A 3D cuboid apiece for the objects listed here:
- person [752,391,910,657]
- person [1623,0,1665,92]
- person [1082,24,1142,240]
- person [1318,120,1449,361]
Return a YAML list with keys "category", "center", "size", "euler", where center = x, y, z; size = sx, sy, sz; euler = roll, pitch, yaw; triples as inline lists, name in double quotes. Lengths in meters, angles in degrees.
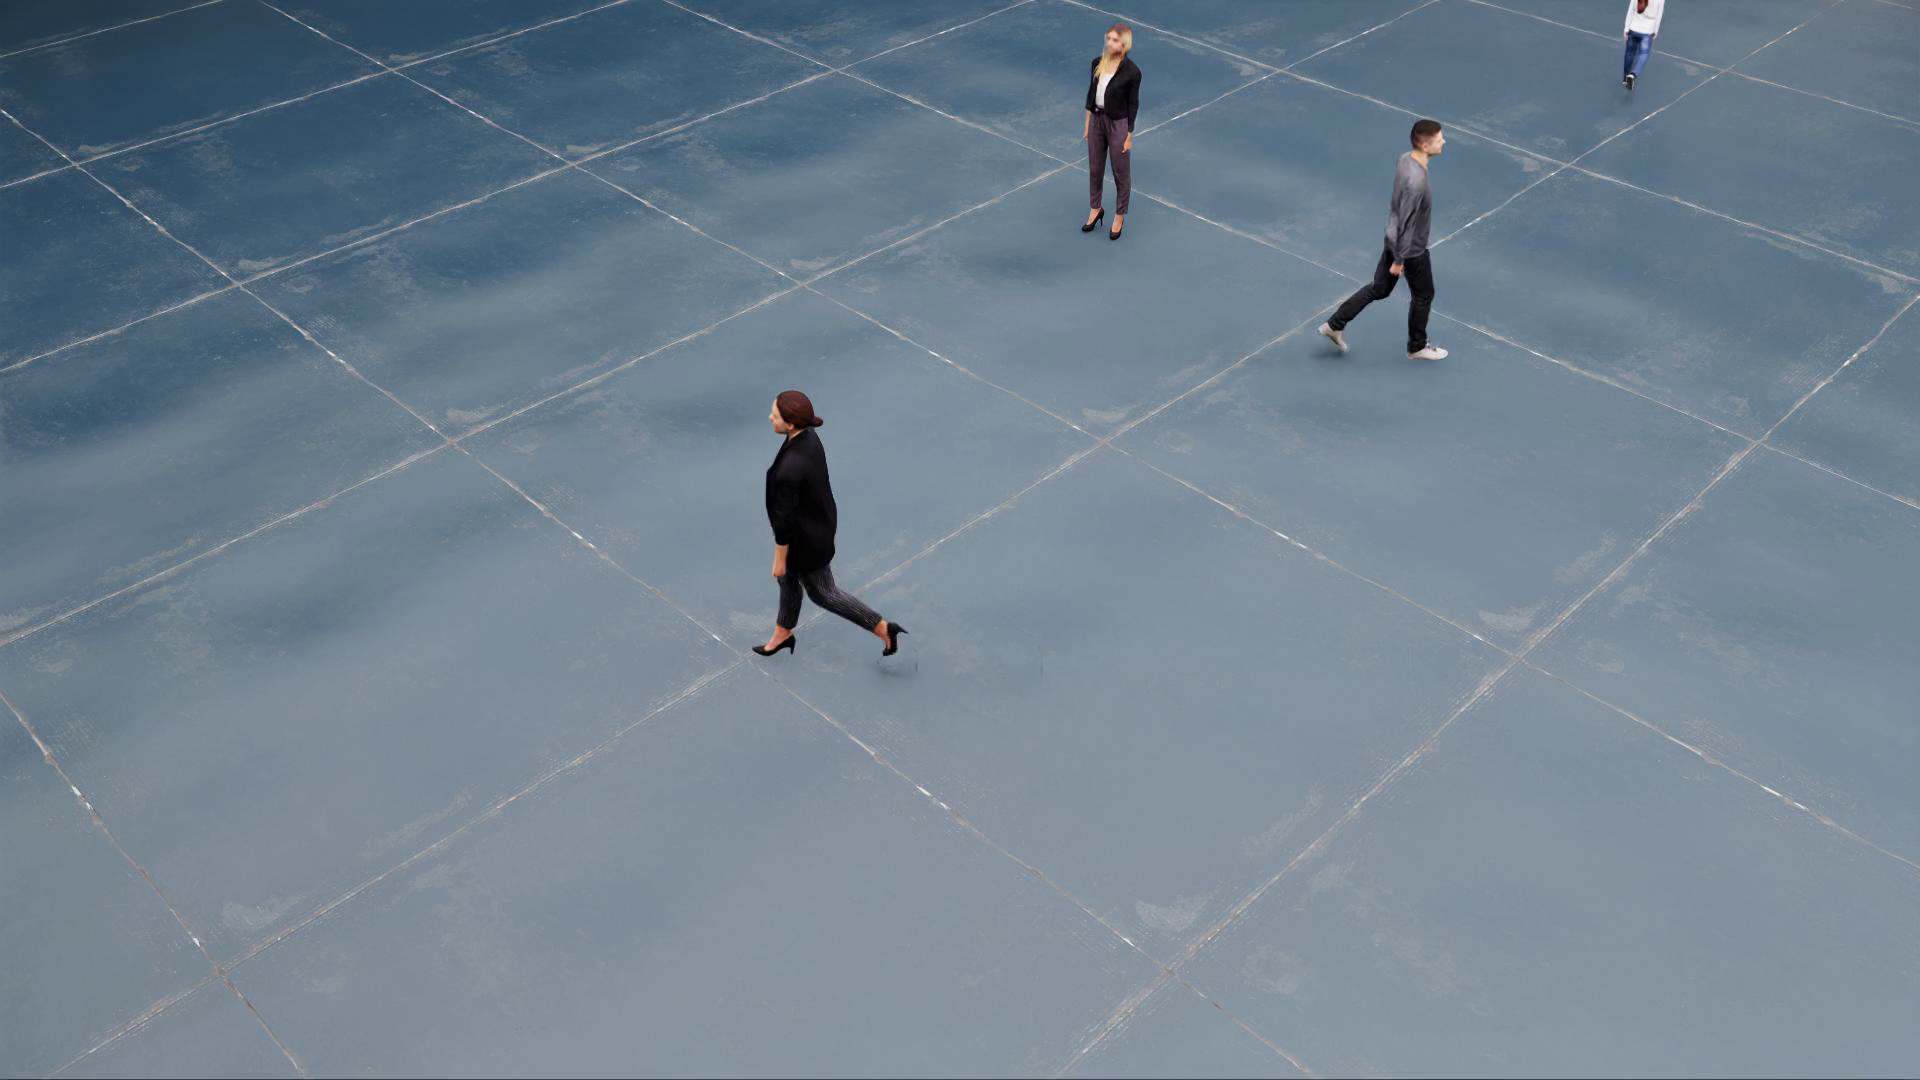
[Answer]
- category: "person"
  center: [-0.705, 0.003, 8.573]
  size: [1.132, 1.682, 1.120]
  euler: [3, 37, 4]
- category: "person"
  center: [6.226, -4.657, 15.181]
  size: [0.569, 1.103, 0.759]
  euler: [17, 40, 20]
- category: "person"
  center: [1.153, -3.113, 12.679]
  size: [0.626, 1.672, 0.573]
  euler: [24, 43, 28]
- category: "person"
  center: [2.893, -1.973, 11.131]
  size: [1.172, 1.731, 1.083]
  euler: [-2, 37, -3]
